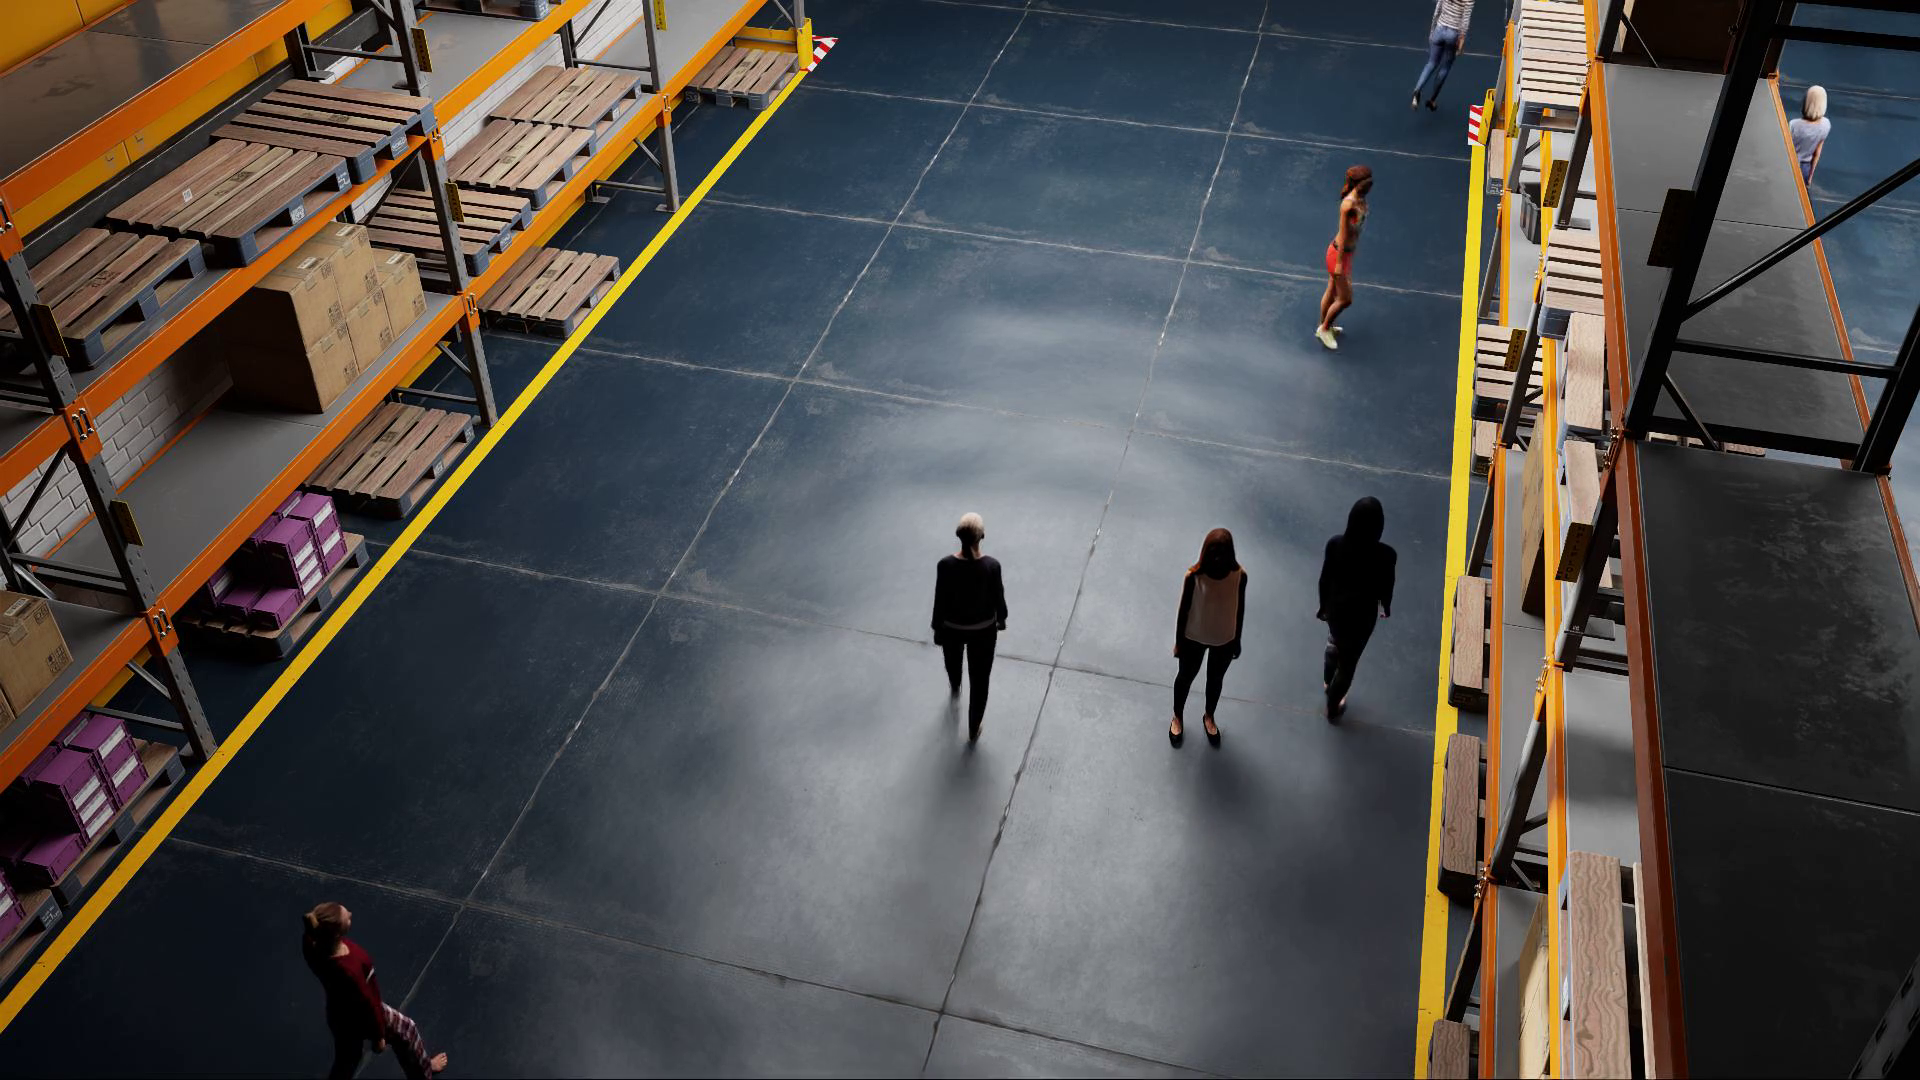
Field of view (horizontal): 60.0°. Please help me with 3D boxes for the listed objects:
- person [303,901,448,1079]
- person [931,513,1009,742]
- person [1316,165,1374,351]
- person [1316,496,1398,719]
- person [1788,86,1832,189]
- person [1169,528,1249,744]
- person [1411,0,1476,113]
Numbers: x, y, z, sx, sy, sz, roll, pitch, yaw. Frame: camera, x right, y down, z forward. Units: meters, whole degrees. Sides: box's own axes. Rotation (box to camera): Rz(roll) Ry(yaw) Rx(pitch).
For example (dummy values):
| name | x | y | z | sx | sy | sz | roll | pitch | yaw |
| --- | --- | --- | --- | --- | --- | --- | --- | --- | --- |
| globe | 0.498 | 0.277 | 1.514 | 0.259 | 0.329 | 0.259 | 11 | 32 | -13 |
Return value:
| name | x | y | z | sx | sy | sz | roll | pitch | yaw |
| --- | --- | --- | --- | --- | --- | --- | --- | --- | --- |
| person | -3.140 | 2.446 | 8.464 | 0.856 | 1.664 | 1.108 | 23 | 44 | 26 |
| person | 0.049 | 0.602 | 10.745 | 0.751 | 1.700 | 0.980 | 3 | 39 | 4 |
| person | 3.314 | -2.485 | 14.550 | 0.803 | 1.775 | 0.580 | 10 | 40 | 12 |
| person | 2.538 | 0.492 | 10.869 | 0.692 | 1.718 | 0.744 | 20 | 43 | 23 |
| person | 7.928 | -3.463 | 15.833 | 0.743 | 1.703 | 1.003 | 0 | 39 | 0 |
| person | 1.598 | 0.612 | 10.715 | 0.637 | 1.721 | 0.584 | 0 | 39 | 0 |
| person | 5.308 | -5.448 | 18.269 | 0.850 | 1.764 | 0.988 | 29 | 47 | 31 |
